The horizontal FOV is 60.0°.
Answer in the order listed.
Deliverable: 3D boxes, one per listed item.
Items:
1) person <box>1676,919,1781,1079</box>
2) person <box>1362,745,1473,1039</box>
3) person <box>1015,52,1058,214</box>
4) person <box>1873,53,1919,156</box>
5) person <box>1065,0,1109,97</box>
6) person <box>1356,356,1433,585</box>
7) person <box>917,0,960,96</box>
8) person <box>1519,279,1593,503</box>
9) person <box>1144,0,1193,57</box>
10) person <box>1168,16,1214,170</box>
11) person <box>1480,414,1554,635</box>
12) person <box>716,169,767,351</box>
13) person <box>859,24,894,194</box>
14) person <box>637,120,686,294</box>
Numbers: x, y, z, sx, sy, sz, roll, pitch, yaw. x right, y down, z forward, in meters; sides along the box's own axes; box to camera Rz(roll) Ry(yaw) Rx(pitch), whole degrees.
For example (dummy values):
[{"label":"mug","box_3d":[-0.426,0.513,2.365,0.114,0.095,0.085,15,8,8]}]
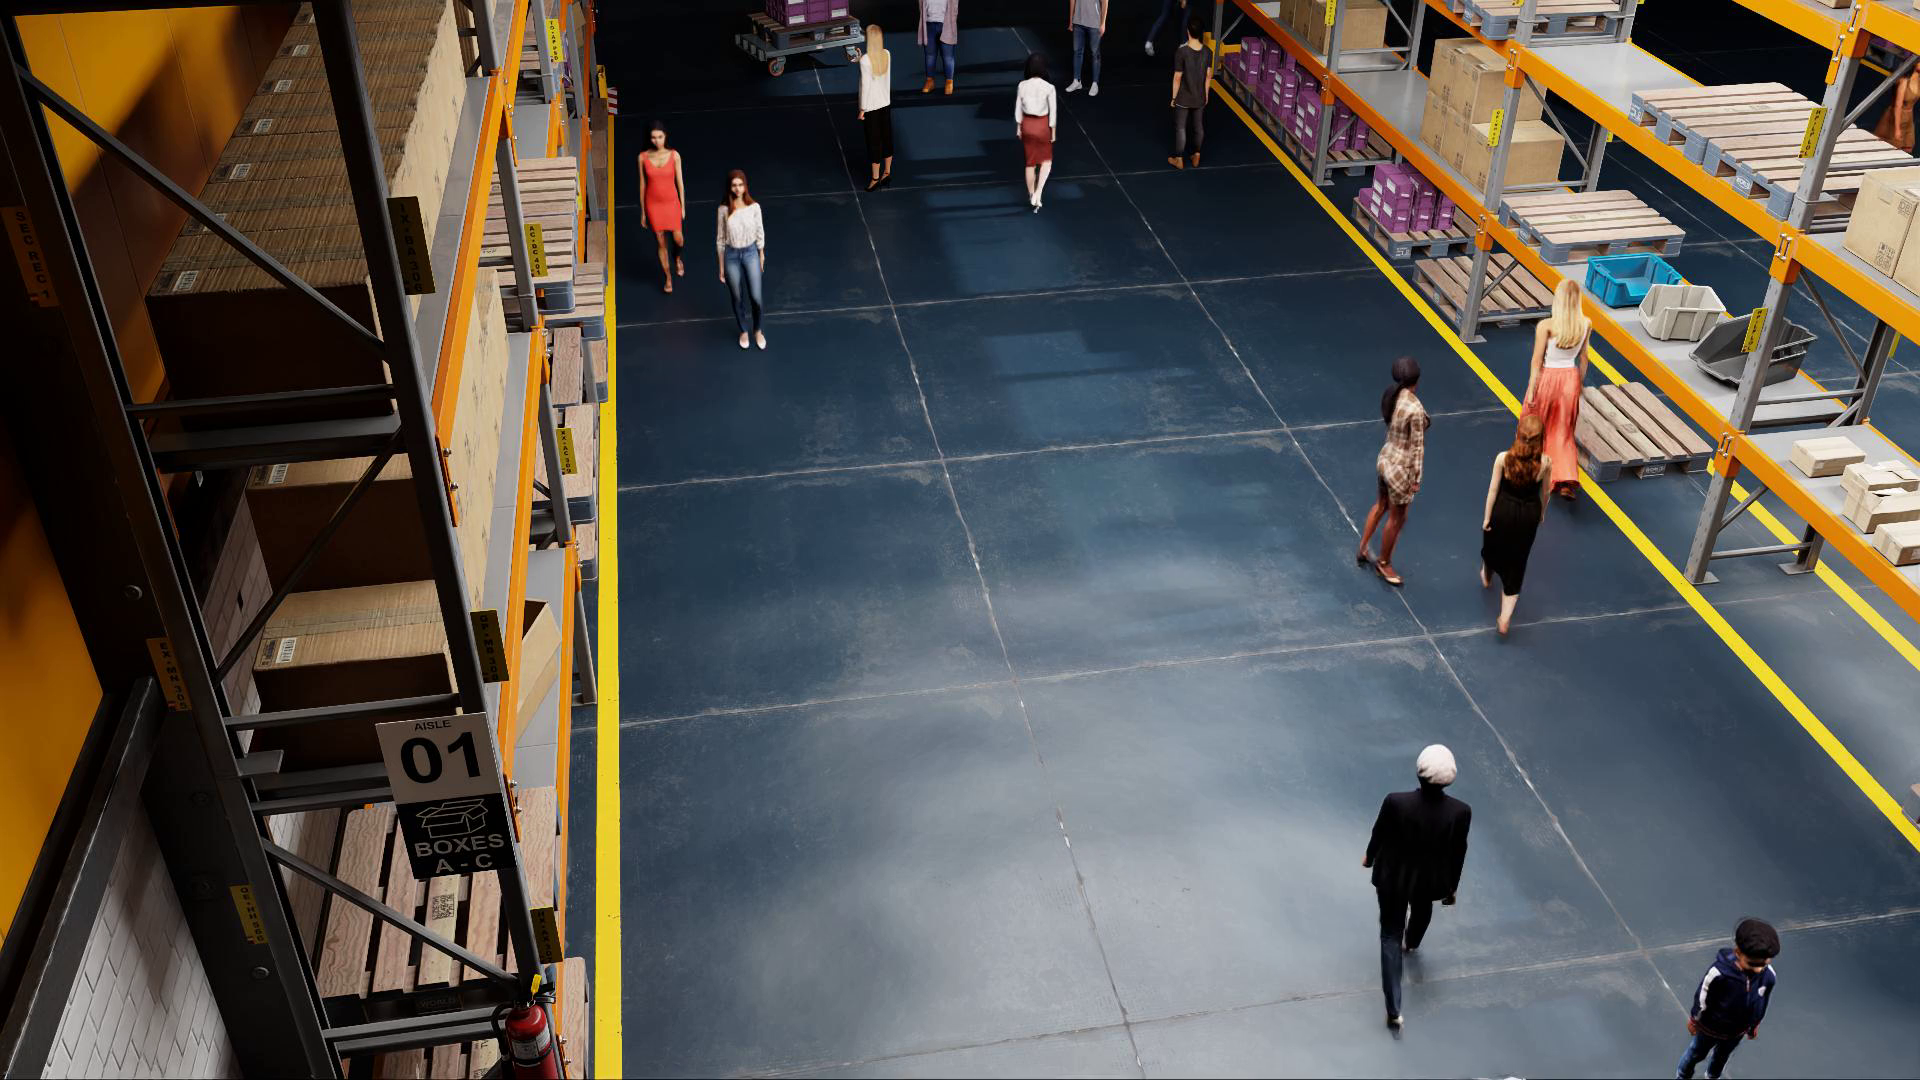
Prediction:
[{"label":"person","box_3d":[3.793,2.343,8.220,0.552,1.223,0.538,0,34,1]},{"label":"person","box_3d":[2.410,1.828,8.716,0.960,1.751,1.169,5,34,7]},{"label":"person","box_3d":[0.797,-4.296,17.739,0.726,1.742,0.755,10,35,14]},{"label":"person","box_3d":[10.131,-4.530,18.169,0.747,1.656,1.026,-15,36,-21]},{"label":"person","box_3d":[1.633,-6.615,21.095,0.757,1.890,0.782,16,37,22]},{"label":"person","box_3d":[3.146,-0.453,11.935,0.676,1.767,0.477,2,34,3]},{"label":"person","box_3d":[-0.267,-6.556,21.137,0.775,1.744,0.766,7,34,11]},{"label":"person","box_3d":[4.646,-1.114,12.928,0.669,1.768,1.009,-2,34,-3]},{"label":"person","box_3d":[2.853,-7.318,22.337,1.080,1.685,1.220,-23,40,-30]},{"label":"person","box_3d":[2.631,-5.094,18.962,0.619,1.717,0.551,-8,34,-11]},{"label":"person","box_3d":[3.853,-0.086,11.551,0.891,1.580,1.144,9,35,13]},{"label":"person","box_3d":[-2.009,-2.592,15.197,0.605,1.719,0.620,-3,34,-4]},{"label":"person","box_3d":[-0.928,-4.748,18.314,0.725,1.859,0.680,24,40,31]},{"label":"person","box_3d":[-2.909,-3.282,16.243,0.597,1.710,0.696,-5,34,-7]}]
